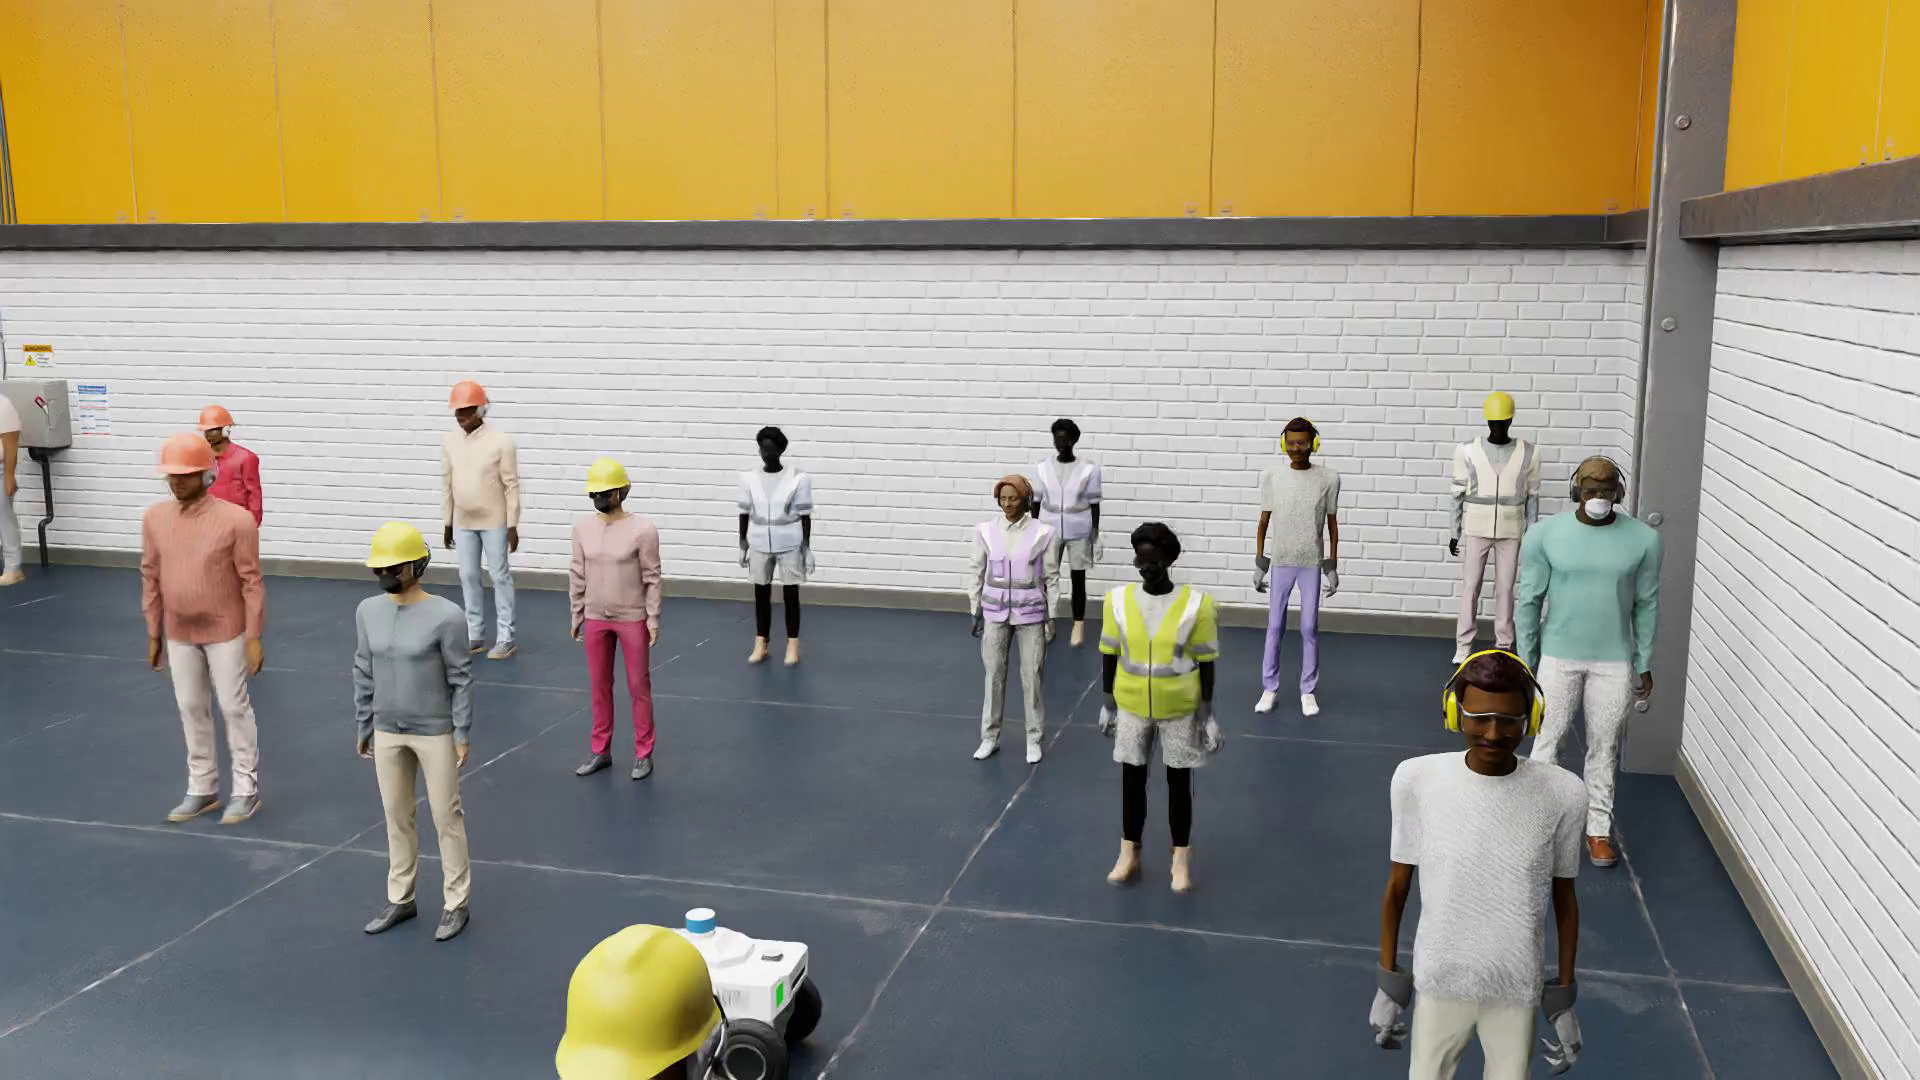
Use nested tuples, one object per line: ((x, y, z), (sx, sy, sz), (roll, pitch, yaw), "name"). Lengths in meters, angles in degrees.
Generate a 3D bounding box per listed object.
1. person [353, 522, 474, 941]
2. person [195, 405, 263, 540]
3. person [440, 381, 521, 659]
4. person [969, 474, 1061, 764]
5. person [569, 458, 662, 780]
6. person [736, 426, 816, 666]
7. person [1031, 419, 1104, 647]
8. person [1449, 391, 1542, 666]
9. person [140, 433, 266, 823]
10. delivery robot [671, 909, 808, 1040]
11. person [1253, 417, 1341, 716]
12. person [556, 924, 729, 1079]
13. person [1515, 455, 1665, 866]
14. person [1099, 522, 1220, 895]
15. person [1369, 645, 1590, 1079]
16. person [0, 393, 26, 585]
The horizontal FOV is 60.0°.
((-2.276, 0.795, 6.904), (0.533, 1.767, 0.325), (2, 10, 14), "person")
((-5.490, -0.135, 12.415), (0.572, 1.748, 0.342), (2, 10, 14), "person")
((-3.395, -0.127, 11.731), (0.622, 1.983, 0.466), (3, 10, 17), "person")
((0.304, 0.442, 9.354), (0.522, 1.638, 0.310), (2, 10, 14), "person")
((-1.879, 0.432, 9.037), (0.533, 1.767, 0.325), (2, 10, 14), "person")
((-1.272, 0.046, 11.548), (0.582, 1.685, 0.360), (1, 10, 9), "person")
((0.771, -0.044, 12.101), (0.561, 1.682, 0.348), (2, 10, 13), "person")
((3.692, -0.067, 11.504), (0.594, 1.924, 0.381), (2, 10, 14), "person")
((-3.783, 0.453, 8.309), (0.639, 1.983, 0.442), (1, 10, 7), "person")
((-0.906, 1.536, 5.822), (0.707, 0.478, 0.477), (2, 10, 10), "delivery robot")
((2.088, 0.163, 10.319), (0.533, 1.868, 0.310), (2, 10, 14), "person")
((-0.483, 1.480, 2.681), (0.600, 1.827, 0.404), (2, 10, 14), "person")
((2.918, 0.561, 7.770), (0.635, 1.936, 0.356), (2, 10, 14), "person")
((0.890, 0.754, 7.429), (0.574, 1.690, 0.323), (4, 10, 20), "person")
((1.343, 1.184, 4.322), (0.533, 1.864, 0.310), (2, 10, 14), "person")
((-8.480, -0.612, 14.374), (0.700, 2.000, 0.538), (3, 10, 18), "person")
